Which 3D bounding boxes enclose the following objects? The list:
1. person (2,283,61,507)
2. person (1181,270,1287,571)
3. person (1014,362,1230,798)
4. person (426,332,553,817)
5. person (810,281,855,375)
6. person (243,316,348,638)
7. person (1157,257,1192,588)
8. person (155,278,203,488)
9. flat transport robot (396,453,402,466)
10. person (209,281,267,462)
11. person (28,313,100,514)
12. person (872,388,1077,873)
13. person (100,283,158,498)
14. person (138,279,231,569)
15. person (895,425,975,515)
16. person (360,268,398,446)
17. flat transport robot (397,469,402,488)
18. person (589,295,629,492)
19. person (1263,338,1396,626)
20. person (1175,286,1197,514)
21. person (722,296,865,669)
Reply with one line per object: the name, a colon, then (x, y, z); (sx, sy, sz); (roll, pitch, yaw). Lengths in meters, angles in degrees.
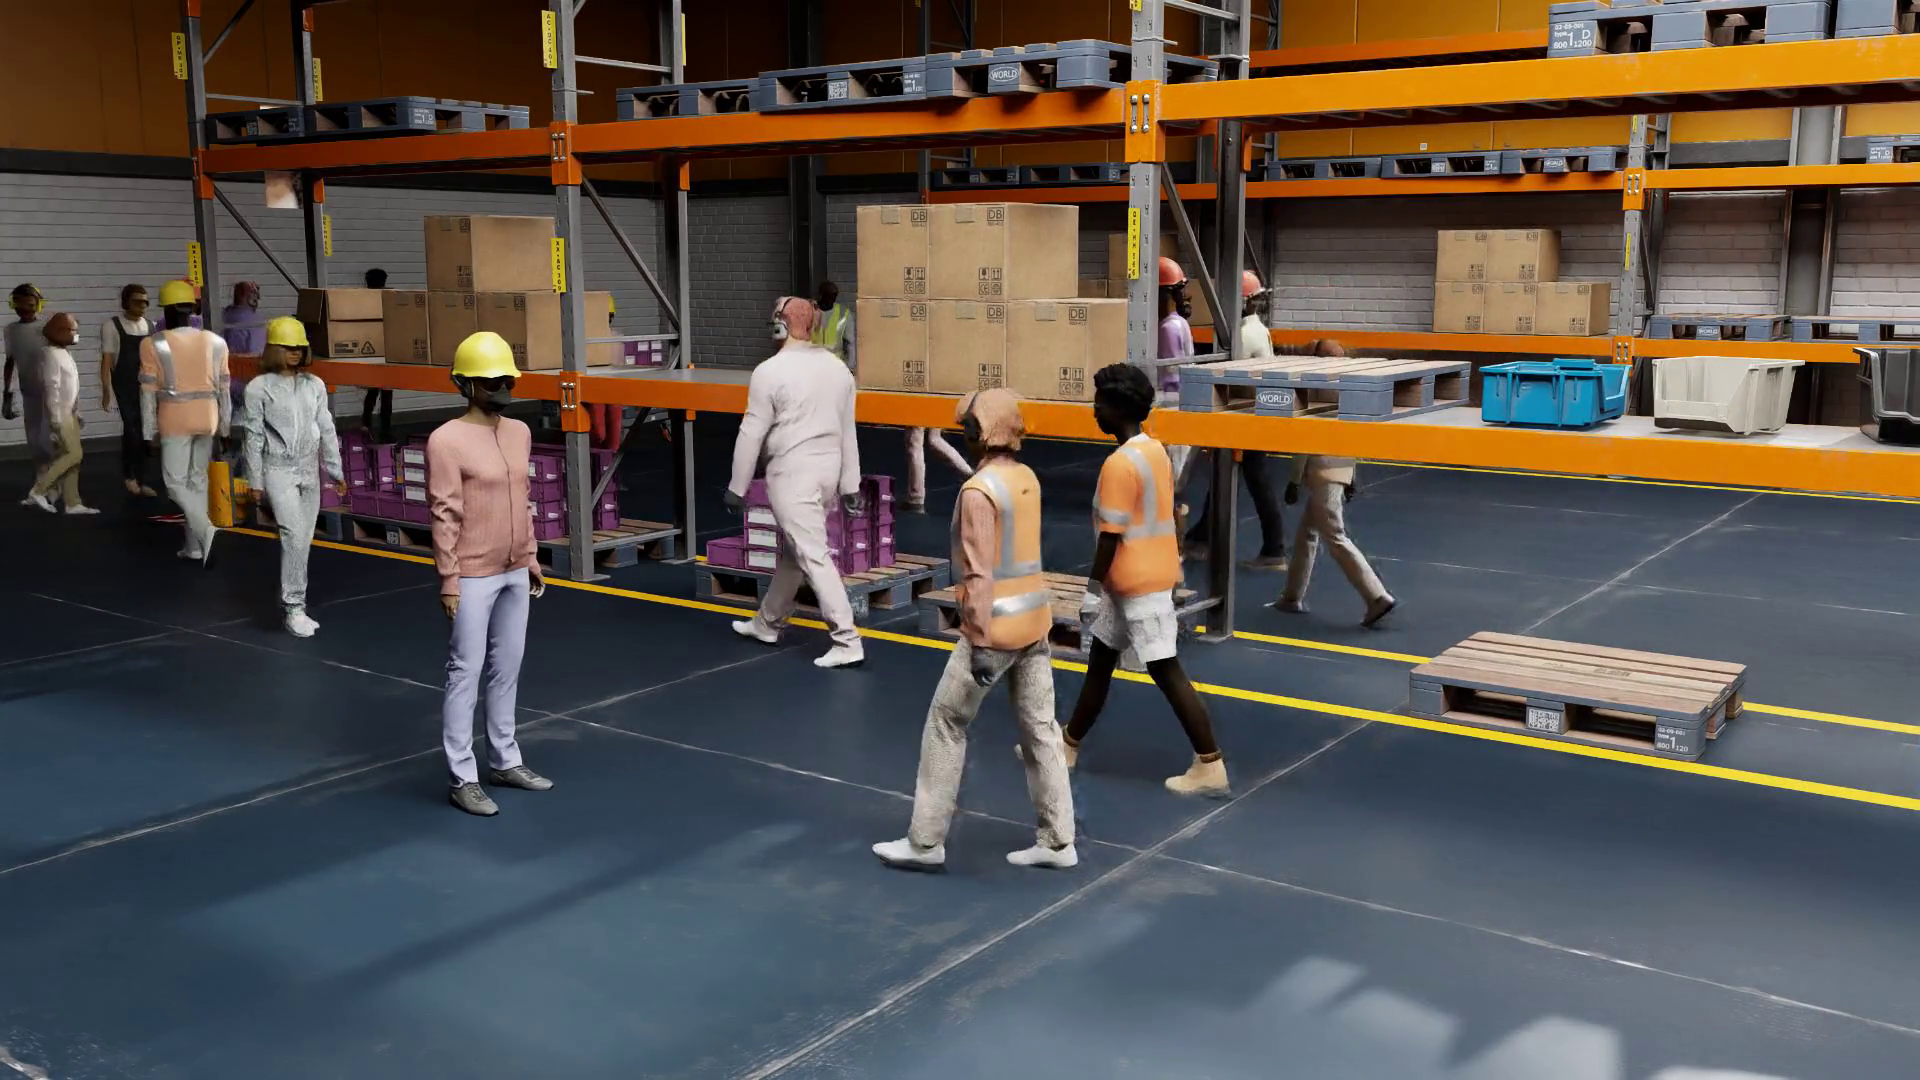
person: (-7.578, -1.184, 13.680); (0.590, 1.840, 0.460); (1, 10, 9)
person: (1.741, -0.776, 10.924); (0.954, 1.954, 0.616); (3, 10, 16)
person: (0.642, 0.153, 6.306); (0.891, 1.640, 0.536); (3, 10, 17)
person: (-1.726, 0.118, 6.154); (0.319, 1.767, 0.534); (4, 10, 24)
person: (-1.456, -1.877, 17.935); (0.646, 1.797, 0.805); (-1, 10, -6)
person: (-3.560, -0.338, 9.006); (0.594, 1.725, 0.488); (5, 11, 28)
person: (1.242, -0.718, 10.310); (0.379, 2.041, 0.616); (1, 10, 8)
person: (-6.524, -1.294, 14.229); (0.550, 1.877, 1.004); (1, 10, 5)
flat transport robot: (-5.173, -0.637, 15.093); (0.652, 0.197, 1.431); (-3, 10, -20)
person: (-6.502, -1.405, 14.984); (0.685, 1.853, 1.022); (4, 10, 25)
person: (-7.116, -0.983, 13.143); (0.393, 1.619, 0.510); (-3, 10, -15)
person: (0.061, 0.308, 5.498); (0.756, 1.607, 0.523); (5, 11, 26)
person: (-7.003, -1.257, 14.147); (0.395, 1.832, 0.549); (7, 12, 36)
person: (-5.078, -0.761, 10.974); (0.797, 1.905, 0.600); (7, 12, 37)
person: (-0.200, -1.158, 13.160); (0.686, 1.967, 0.618); (6, 11, 33)
person: (-6.322, -1.973, 18.057); (0.627, 1.945, 0.432); (1, 10, 8)
flat transport robot: (-4.569, -0.491, 14.225); (1.431, 0.197, 0.652); (-3, 10, -20)
person: (-3.153, -1.283, 14.568); (0.467, 1.752, 0.526); (8, 12, 39)
person: (2.101, -0.323, 9.316); (0.824, 1.608, 0.528); (7, 12, 36)
person: (1.732, -1.107, 13.253); (0.522, 1.829, 0.653); (4, 10, 23)
person: (-0.835, -0.294, 8.393); (1.043, 1.851, 0.658); (7, 12, 36)
